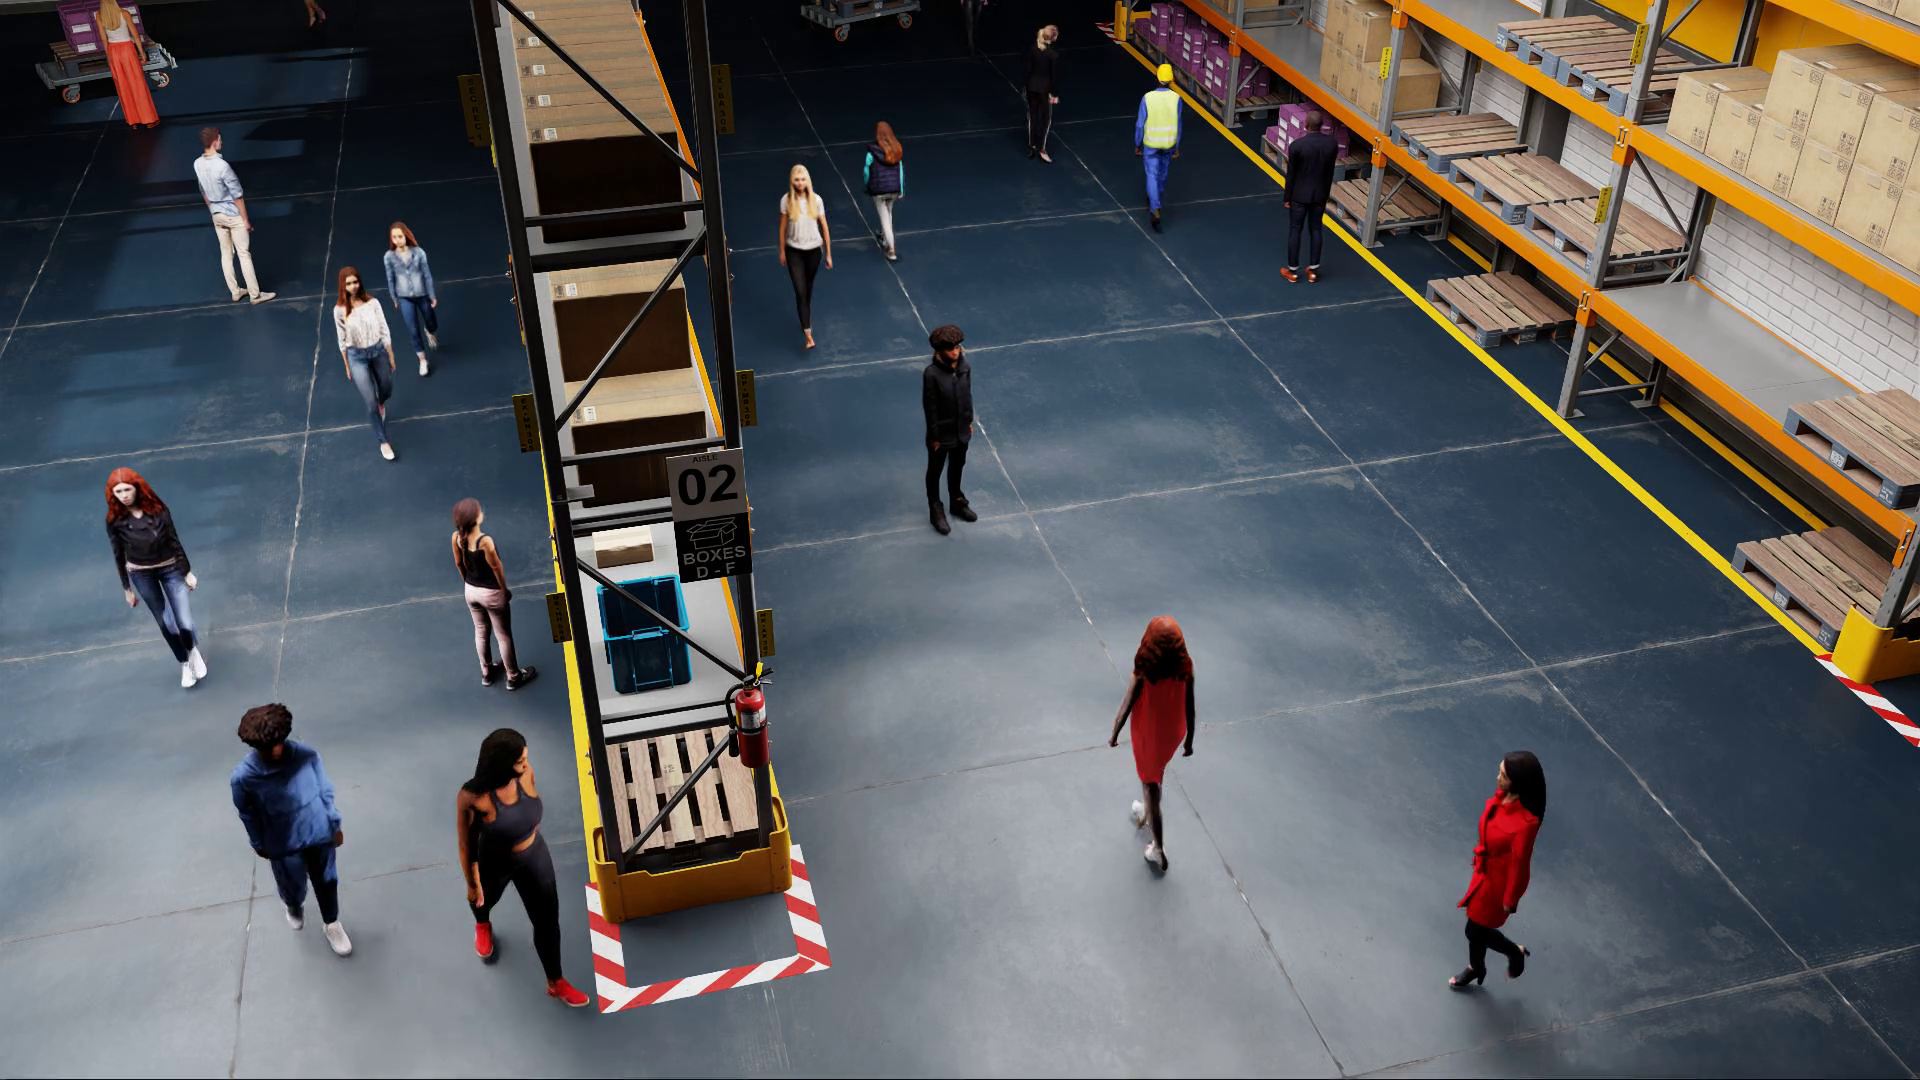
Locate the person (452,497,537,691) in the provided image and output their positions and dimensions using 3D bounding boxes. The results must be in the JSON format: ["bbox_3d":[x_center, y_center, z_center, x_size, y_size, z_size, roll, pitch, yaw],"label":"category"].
[{"bbox_3d":[-3.329,0.370,11.683,0.617,1.565,0.663,13,36,18],"label":"person"}]

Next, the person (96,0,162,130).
[{"bbox_3d":[-10.730,-6.188,21.337,0.669,1.801,0.632,-3,34,-4],"label":"person"}]

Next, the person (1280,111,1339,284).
[{"bbox_3d":[3.650,-3.586,17.414,0.711,1.811,0.646,-4,34,-6],"label":"person"}]

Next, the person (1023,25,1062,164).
[{"bbox_3d":[0.963,-5.482,20.376,0.741,1.689,0.816,11,35,16],"label":"person"}]

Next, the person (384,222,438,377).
[{"bbox_3d":[-5.194,-2.346,15.861,0.566,1.465,0.830,-9,35,-13],"label":"person"}]

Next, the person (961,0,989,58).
[{"bbox_3d":[0.192,-7.835,24.043,0.605,1.548,0.999,-7,34,-10],"label":"person"}]

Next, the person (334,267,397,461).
[{"bbox_3d":[-5.181,-1.602,14.520,0.740,1.710,1.086,-16,37,-23],"label":"person"}]

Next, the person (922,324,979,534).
[{"bbox_3d":[-0.102,-0.928,13.442,0.711,1.781,0.729,-23,40,-31],"label":"person"}]

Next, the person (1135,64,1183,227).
[{"bbox_3d":[2.238,-4.412,18.682,0.819,1.783,1.224,-2,34,-4],"label":"person"}]

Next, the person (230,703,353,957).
[{"bbox_3d":[-3.854,1.626,9.590,0.816,1.791,0.879,-22,39,-29],"label":"person"}]

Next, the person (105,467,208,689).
[{"bbox_3d":[-5.630,0.234,11.701,0.609,1.773,0.614,-11,35,-15],"label":"person"}]

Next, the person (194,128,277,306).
[{"bbox_3d":[-7.466,-3.302,16.953,0.732,1.847,0.766,14,36,20],"label":"person"}]

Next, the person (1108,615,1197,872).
[{"bbox_3d":[1.234,1.291,10.081,0.662,1.805,0.853,-12,36,-18],"label":"person"}]

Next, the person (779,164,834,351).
[{"bbox_3d":[-1.543,-2.823,16.292,0.634,1.782,1.113,-9,35,-13],"label":"person"}]

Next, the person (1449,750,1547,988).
[{"bbox_3d":[3.077,1.880,9.257,0.756,1.738,0.741,-3,34,-5],"label":"person"}]

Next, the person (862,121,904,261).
[{"bbox_3d":[-0.788,-3.744,17.957,0.680,1.473,0.893,-17,37,-24],"label":"person"}]

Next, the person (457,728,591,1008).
[{"bbox_3d":[-2.598,1.776,9.399,1.101,1.753,1.346,-25,41,-32],"label":"person"}]
